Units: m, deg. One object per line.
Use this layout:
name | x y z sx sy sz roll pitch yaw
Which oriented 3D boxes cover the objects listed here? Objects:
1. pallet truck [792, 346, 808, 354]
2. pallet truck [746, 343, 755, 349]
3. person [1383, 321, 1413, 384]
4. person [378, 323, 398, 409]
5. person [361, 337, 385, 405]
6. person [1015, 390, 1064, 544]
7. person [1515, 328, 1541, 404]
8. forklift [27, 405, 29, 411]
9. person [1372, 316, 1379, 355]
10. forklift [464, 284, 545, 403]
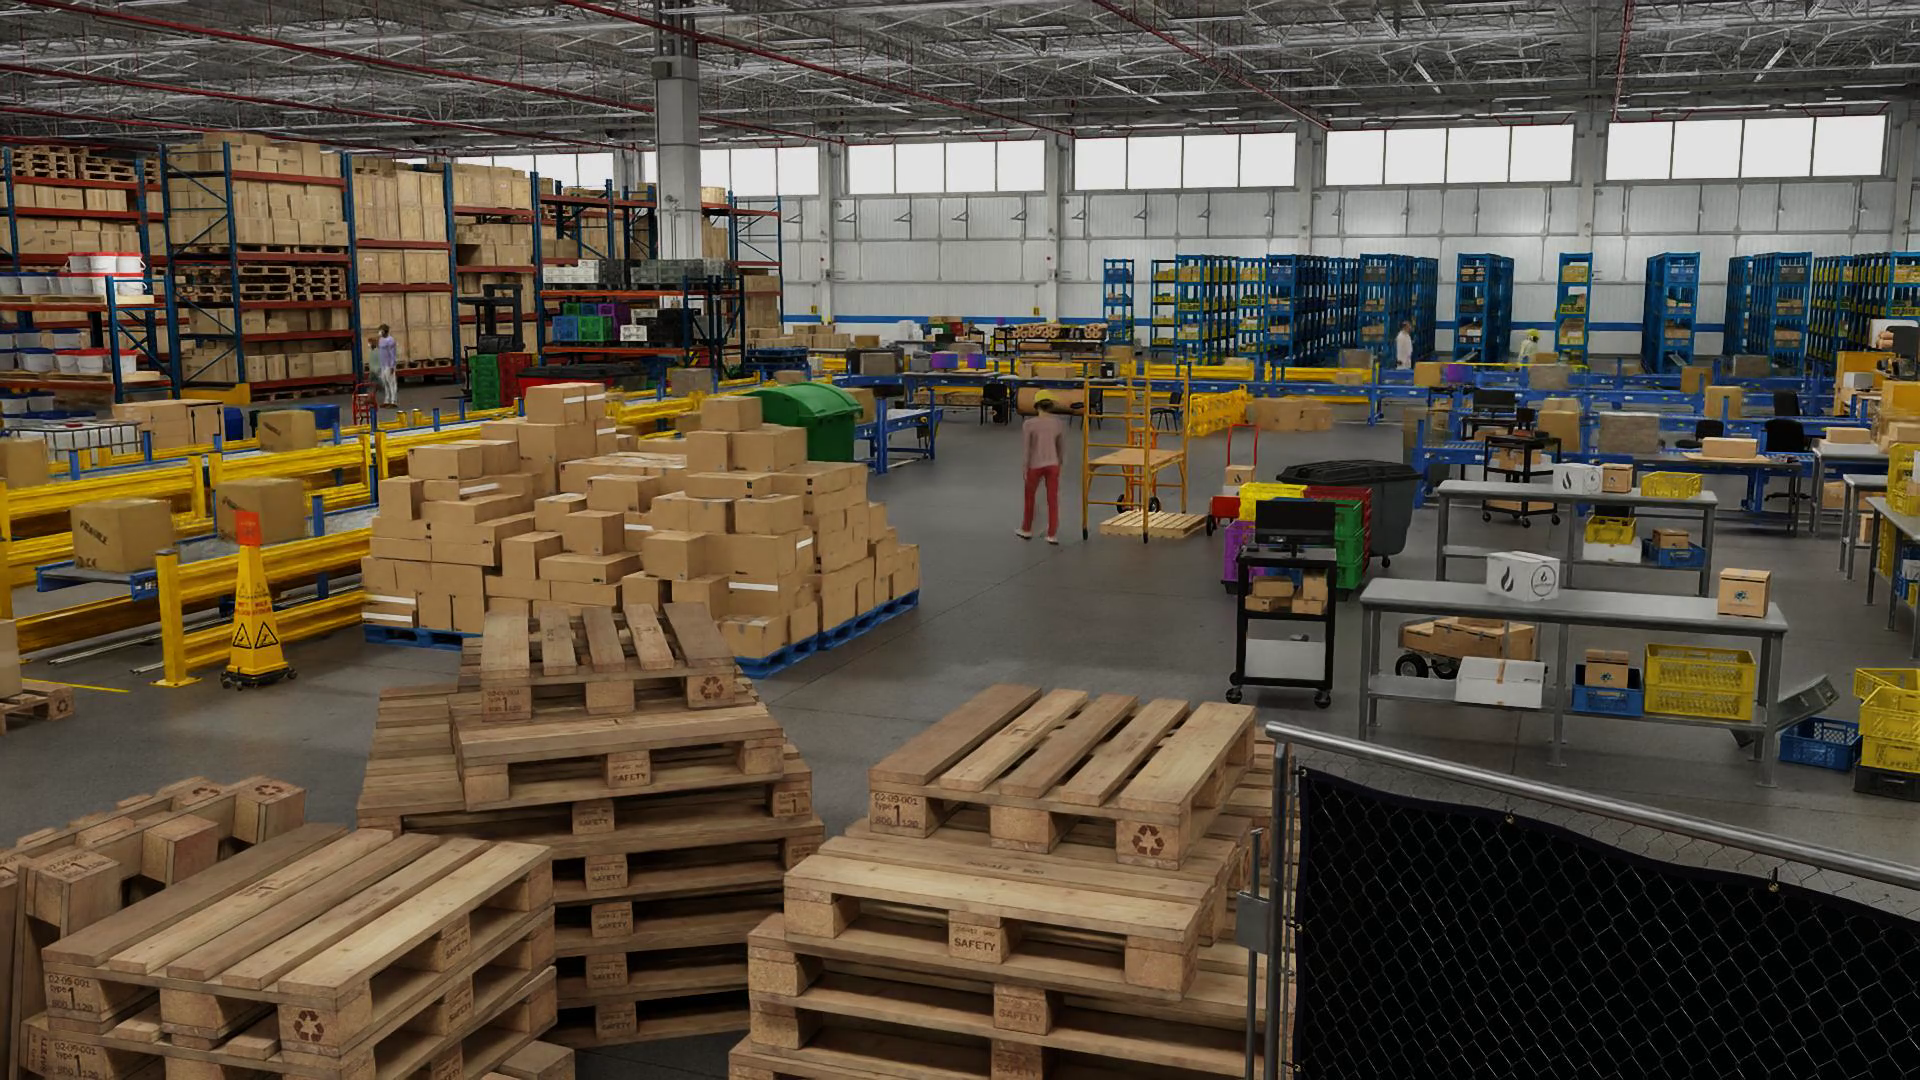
pallet truck | -3.705 -4.298 42.022 0.653 1.274 1.630 3 10 20
pallet truck | -6.183 -4.618 44.264 1.601 1.201 0.680 -9 12 -43
person | 11.245 -4.650 42.425 0.709 1.887 0.652 5 10 30
person | -13.048 -3.959 37.893 0.377 1.940 0.627 -8 12 -42
person | -13.641 -3.958 38.953 0.507 1.605 0.800 7 12 38
person | 0.917 -0.840 18.957 0.546 1.726 0.822 -3 10 -19
person | 13.355 -4.092 39.188 0.576 1.789 0.611 0 9 3
forklift | -21.692 -4.187 36.382 1.873 2.768 1.129 -9 13 -44
person | 13.118 -6.331 52.661 0.415 1.985 0.611 3 10 19
forklift | -10.832 -4.702 39.610 1.129 2.768 1.873 3 10 20
